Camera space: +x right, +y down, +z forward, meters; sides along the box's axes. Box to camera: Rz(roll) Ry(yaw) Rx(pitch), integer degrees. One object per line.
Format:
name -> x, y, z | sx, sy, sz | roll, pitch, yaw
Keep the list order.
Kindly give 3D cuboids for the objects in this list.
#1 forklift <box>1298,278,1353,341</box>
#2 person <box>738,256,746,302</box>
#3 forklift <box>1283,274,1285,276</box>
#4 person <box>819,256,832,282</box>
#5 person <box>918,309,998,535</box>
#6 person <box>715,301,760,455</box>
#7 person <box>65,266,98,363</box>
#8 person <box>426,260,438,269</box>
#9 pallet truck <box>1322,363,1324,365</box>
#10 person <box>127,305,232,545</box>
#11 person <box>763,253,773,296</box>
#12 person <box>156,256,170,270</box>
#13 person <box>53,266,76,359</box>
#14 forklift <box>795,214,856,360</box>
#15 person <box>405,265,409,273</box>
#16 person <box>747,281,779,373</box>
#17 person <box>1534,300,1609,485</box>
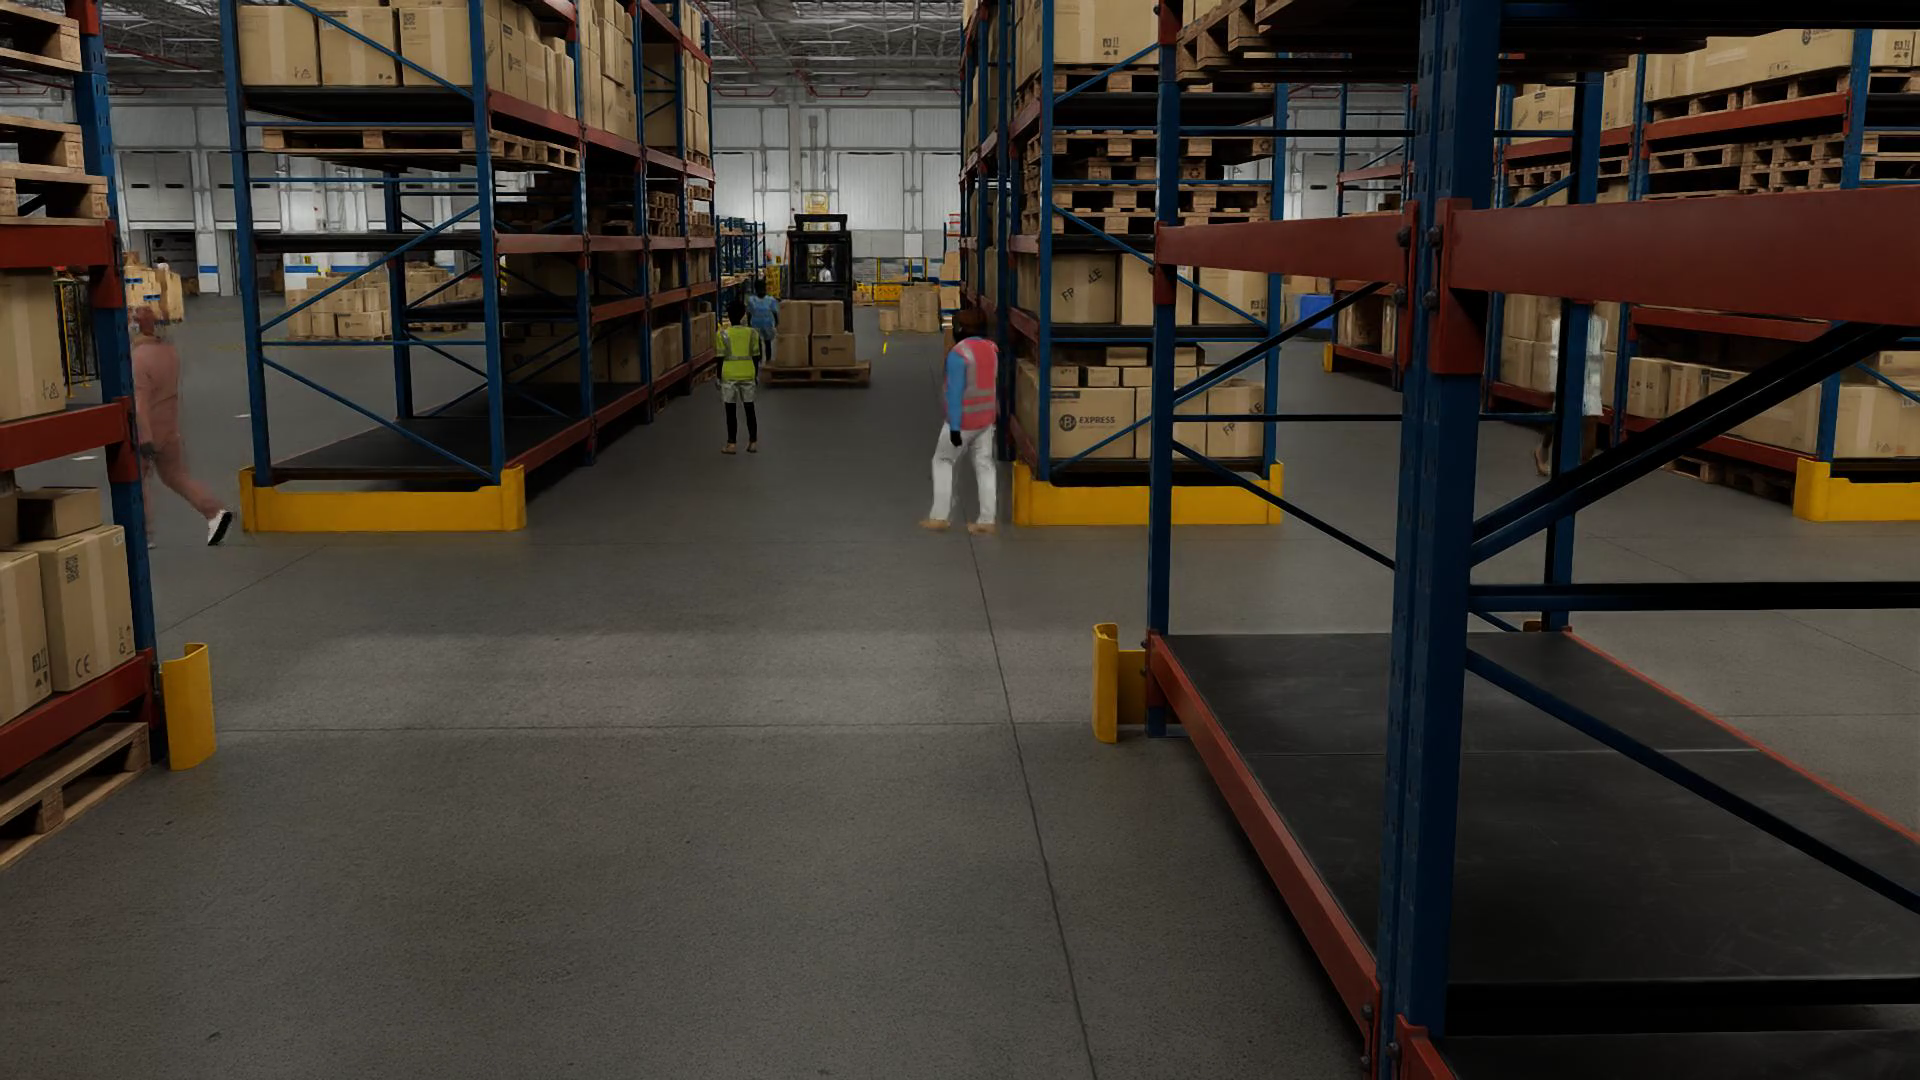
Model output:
forklift -> 9.122, -6.154, 39.403 | 1.873, 2.768, 1.129 | -3, 11, -19
person -> -8.071, -9.534, 61.179 | 0.463, 1.824, 0.523 | 2, 10, 9
forklift -> 12.433, -10.159, 61.717 | 1.129, 2.768, 1.873 | -5, 11, -27
person -> -3.710, -6.915, 46.188 | 0.364, 1.964, 0.611 | -5, 11, -26
person -> -0.004, -0.947, 13.403 | 0.795, 1.799, 0.641 | 7, 12, 35
person -> -2.463, -1.793, 18.404 | 0.540, 1.695, 0.317 | -6, 12, -30
person -> -16.782, -4.397, 31.953 | 0.820, 2.000, 0.684 | 5, 11, 26
person -> -19.865, -9.690, 62.470 | 0.553, 1.673, 0.534 | 8, 13, 38
pallet truck -> 7.712, -4.157, 30.737 | 1.885, 1.965, 0.823 | 3, 11, 16
person -> -6.083, -0.846, 12.628 | 0.863, 1.881, 0.647 | 1, 10, 4
person -> -7.719, -10.681, 67.395 | 0.479, 1.886, 0.724 | 7, 12, 34
person -> -27.989, -9.042, 58.401 | 0.430, 1.840, 0.622 | 2, 10, 8
person -> -17.722, -4.527, 32.967 | 0.552, 1.936, 0.358 | -6, 12, -30
forklift -> -2.445, -4.390, 29.575 | 1.129, 2.768, 1.873 | 0, 10, -2
person -> -17.874, -8.130, 53.137 | 0.901, 1.916, 0.635 | 7, 12, 34
person -> -3.567, -3.873, 30.133 | 0.564, 1.645, 0.907 | -1, 10, -5
person -> 5.955, -1.541, 16.143 | 0.617, 2.013, 0.922 | -2, 10, -13
